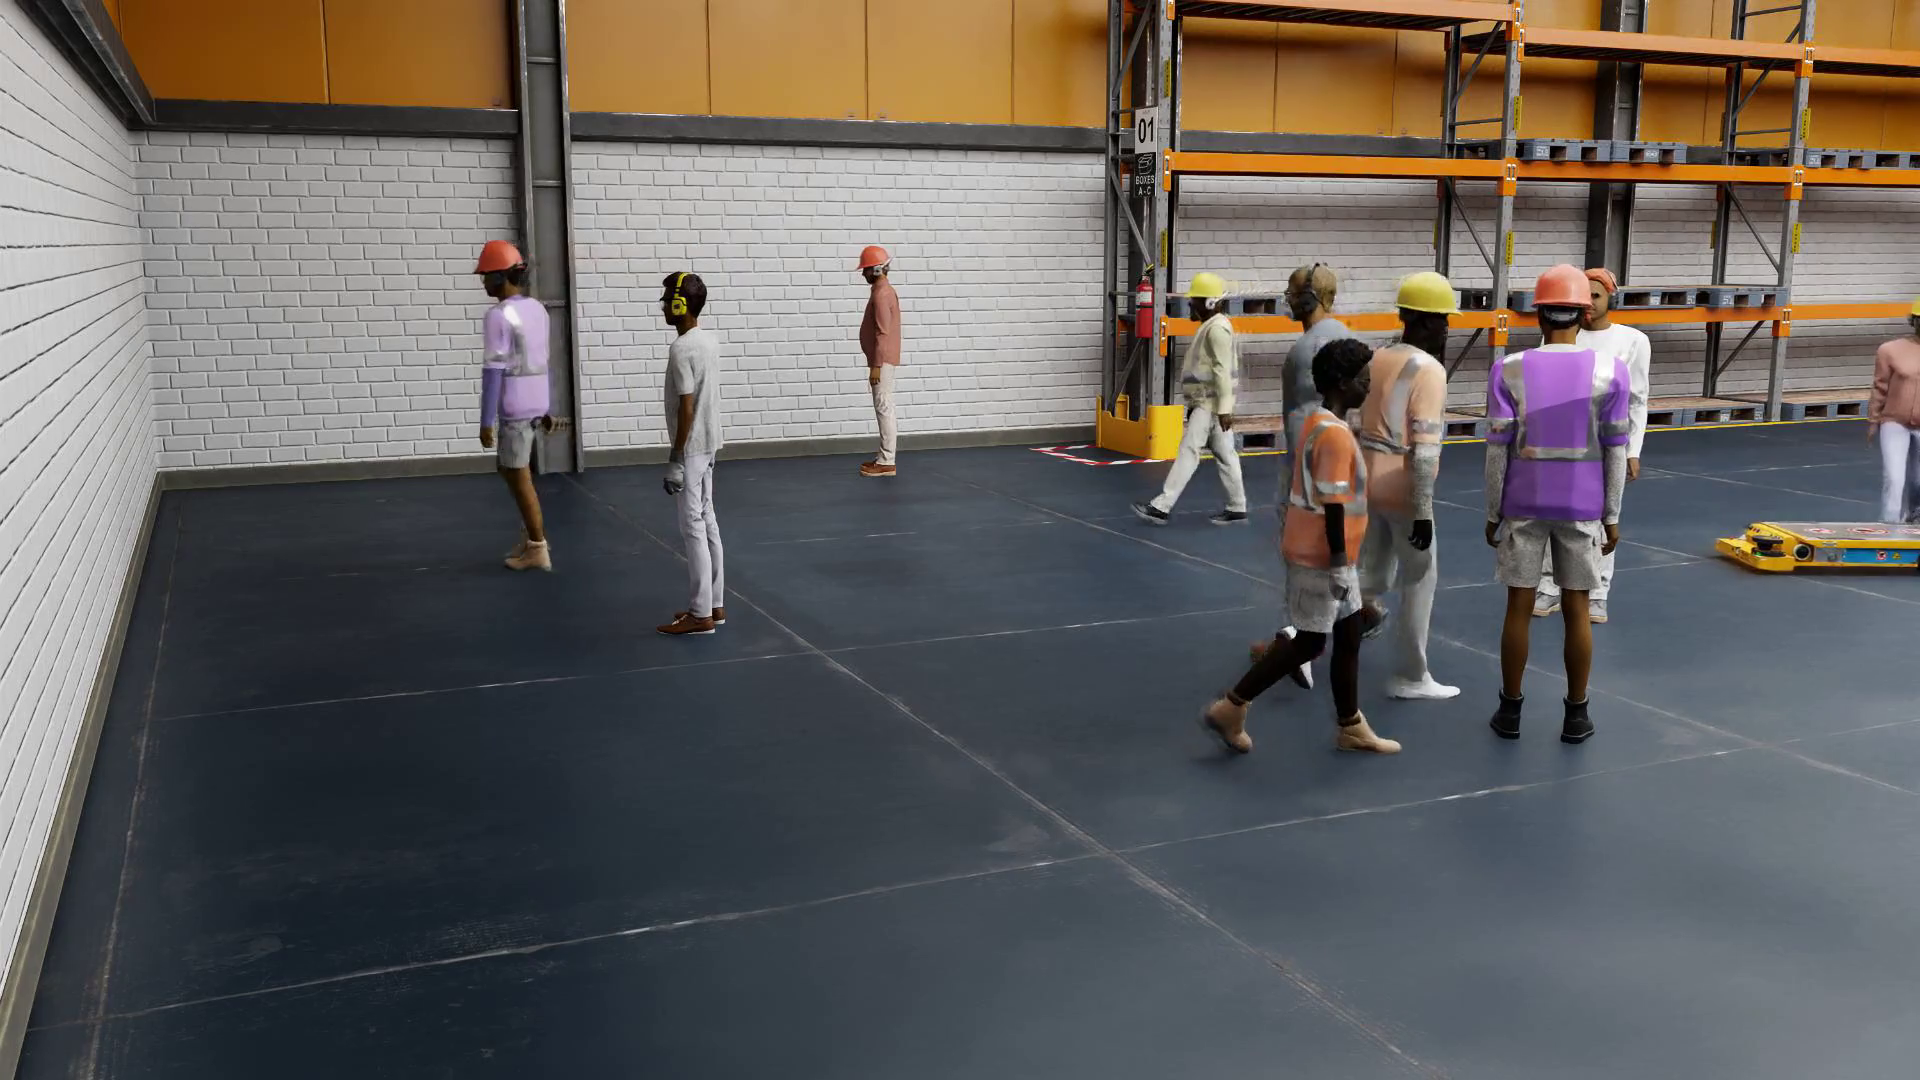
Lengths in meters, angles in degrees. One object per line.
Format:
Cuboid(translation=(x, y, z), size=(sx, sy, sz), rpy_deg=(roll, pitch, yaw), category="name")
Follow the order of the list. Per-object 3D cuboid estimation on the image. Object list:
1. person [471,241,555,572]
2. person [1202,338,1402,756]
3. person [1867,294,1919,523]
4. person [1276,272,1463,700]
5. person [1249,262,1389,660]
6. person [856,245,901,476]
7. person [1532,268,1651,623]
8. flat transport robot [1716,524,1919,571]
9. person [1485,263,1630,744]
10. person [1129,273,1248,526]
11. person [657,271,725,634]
Cuboid(translation=(-2.741, -0.801, 10.167), size=(0.546, 2.022, 0.643), rpy_deg=(2, 10, 13), category="person")
Cuboid(translation=(1.337, 0.045, 6.447), size=(0.742, 1.669, 0.547), rpy_deg=(2, 10, 9), category="person")
Cuboid(translation=(6.147, -0.749, 10.716), size=(0.526, 1.738, 0.737), rpy_deg=(5, 11, 26), category="person")
Cuboid(translation=(1.831, -0.214, 7.258), size=(0.750, 1.901, 0.587), rpy_deg=(-2, 10, -12), category="person")
Cuboid(translation=(1.695, -0.341, 7.869), size=(0.536, 1.929, 0.646), rpy_deg=(5, 11, 26), category="person")
Cuboid(translation=(-0.703, -1.550, 14.439), size=(0.386, 1.989, 0.608), rpy_deg=(0, 10, 1), category="person")
Cuboid(translation=(3.344, -0.498, 8.878), size=(0.576, 1.882, 0.362), rpy_deg=(7, 12, 34), category="person")
Cuboid(translation=(5.586, 0.037, 10.383), size=(1.431, 0.197, 0.652), rpy_deg=(1, 10, 3), category="flat transport robot")
Cuboid(translation=(2.392, -0.138, 6.726), size=(0.544, 1.936, 0.359), rpy_deg=(3, 11, 18), category="person")
Cuboid(translation=(1.653, -0.982, 11.804), size=(0.903, 1.792, 0.623), rpy_deg=(1, 10, 5), category="person")
Cuboid(translation=(-1.403, -0.443, 8.604), size=(0.328, 1.872, 0.514), rpy_deg=(2, 10, 9), category="person")
